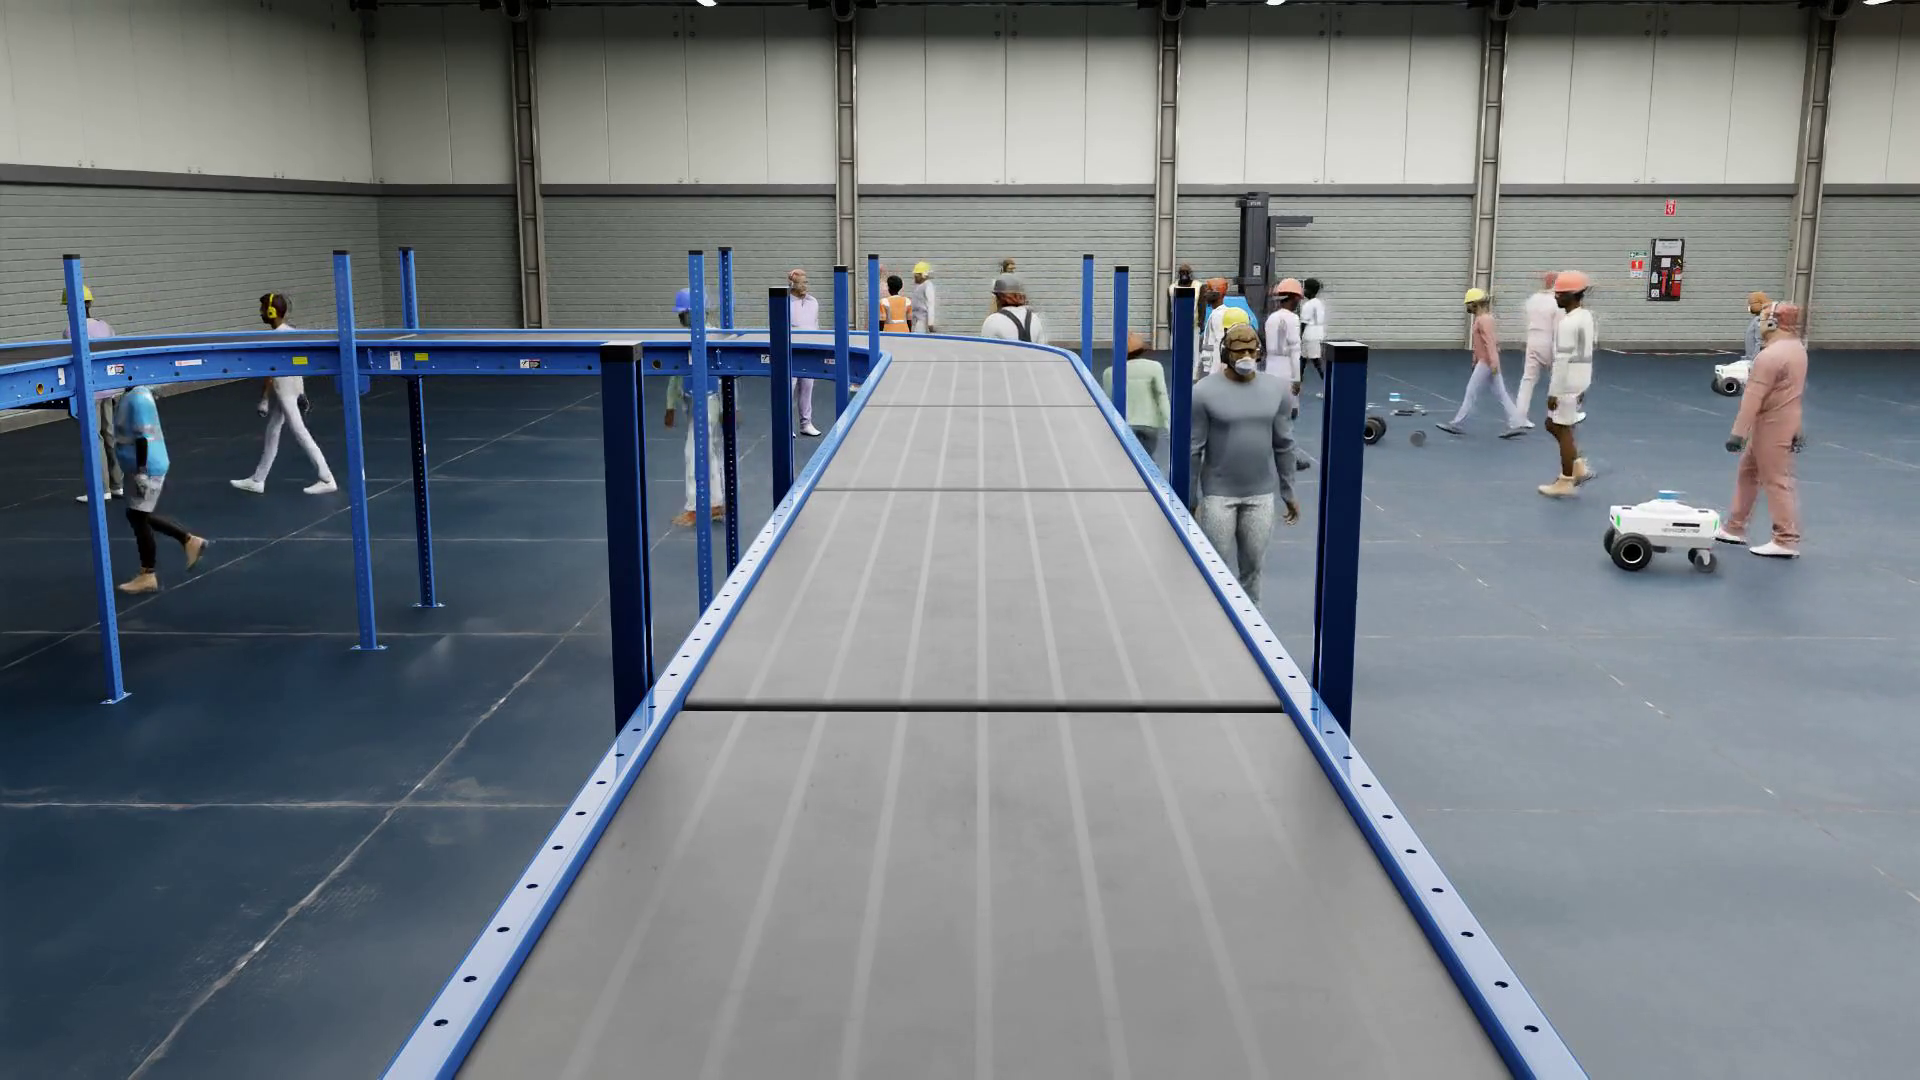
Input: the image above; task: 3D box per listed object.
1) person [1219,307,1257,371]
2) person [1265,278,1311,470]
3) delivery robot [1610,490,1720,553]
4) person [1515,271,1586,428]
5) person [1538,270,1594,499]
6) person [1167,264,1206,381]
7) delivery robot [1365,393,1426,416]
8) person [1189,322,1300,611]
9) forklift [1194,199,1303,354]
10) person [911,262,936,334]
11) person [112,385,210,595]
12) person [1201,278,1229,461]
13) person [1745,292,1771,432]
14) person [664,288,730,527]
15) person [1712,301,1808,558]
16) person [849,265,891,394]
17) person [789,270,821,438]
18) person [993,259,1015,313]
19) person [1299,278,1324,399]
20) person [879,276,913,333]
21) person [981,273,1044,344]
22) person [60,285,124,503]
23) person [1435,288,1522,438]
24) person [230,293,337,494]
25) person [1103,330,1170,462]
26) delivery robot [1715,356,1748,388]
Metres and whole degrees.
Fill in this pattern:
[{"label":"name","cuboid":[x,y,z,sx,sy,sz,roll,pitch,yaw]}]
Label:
[{"label":"person","cuboid":[2.287,-1.055,13.869,0.317,1.765,0.522,-3,11,-15]},{"label":"person","cuboid":[3.139,-1.637,16.480,0.670,1.904,0.591,-3,11,-13]},{"label":"delivery robot","cuboid":[5.085,-0.115,12.015,0.707,0.478,0.477,3,11,14]},{"label":"person","cuboid":[7.053,-2.263,19.848,0.964,1.855,0.638,-6,12,-27]},{"label":"person","cuboid":[5.418,-1.391,14.899,0.422,2.029,0.644,7,13,34]},{"label":"person","cuboid":[3.441,-3.289,25.269,0.623,1.805,0.968,4,12,18]},{"label":"delivery robot","cuboid":[4.849,-1.523,18.583,0.698,0.223,0.335,4,12,21]},{"label":"person","cuboid":[1.550,-0.248,9.284,0.649,1.933,0.368,-2,11,-12]},{"label":"forklift","cuboid":[5.313,-4.851,30.603,1.873,2.768,1.129,0,11,1]},{"label":"person","cuboid":[-0.615,-3.520,26.464,0.865,1.794,0.596,-3,11,-13]},{"label":"person","cuboid":[-5.434,-0.490,11.191,0.529,1.675,0.540,-7,13,-32]},{"label":"person","cuboid":[2.645,-1.751,17.134,0.361,1.883,0.574,3,11,15]},{"label":"person","cuboid":[9.336,-2.095,19.547,0.289,1.632,0.497,4,12,21]},{"label":"person","cuboid":[-2.220,-1.065,13.494,0.765,1.921,0.657,-9,14,-39]},{"label":"person","cuboid":[5.921,-0.831,12.435,0.846,1.878,0.648,9,14,39]},{"label":"person","cuboid":[-1.147,-2.973,23.507,0.978,1.855,0.630,-2,11,-8]},{"label":"person","cuboid":[-1.837,-2.126,19.001,0.654,1.904,0.407,-10,15,-41]},{"label":"person","cuboid":[0.857,-3.661,27.126,0.906,1.802,0.544,8,14,37]},{"label":"person","cuboid":[4.840,-2.793,23.078,0.865,1.646,0.549,6,13,29]},{"label":"person","cuboid":[-0.899,-2.798,22.992,0.541,1.697,0.316,-6,13,-28]},{"label":"person","cuboid":[0.434,-1.509,15.588,0.688,2.000,1.002,-11,15,-44]},{"label":"person","cuboid":[-7.689,-1.297,14.692,0.385,1.922,0.594,1,11,7]},{"label":"person","cuboid":[5.998,-2.018,19.007,0.985,1.683,0.530,5,12,23]},{"label":"person","cuboid":[-6.152,-1.313,15.046,0.971,1.816,0.545,-1,11,-6]},{"label":"person","cuboid":[1.445,-0.915,13.566,0.566,1.586,0.765,1,11,4]},{"label":"delivery robot","cuboid":[11.114,-2.366,23.580,0.707,0.478,0.477,2,11,9]}]
